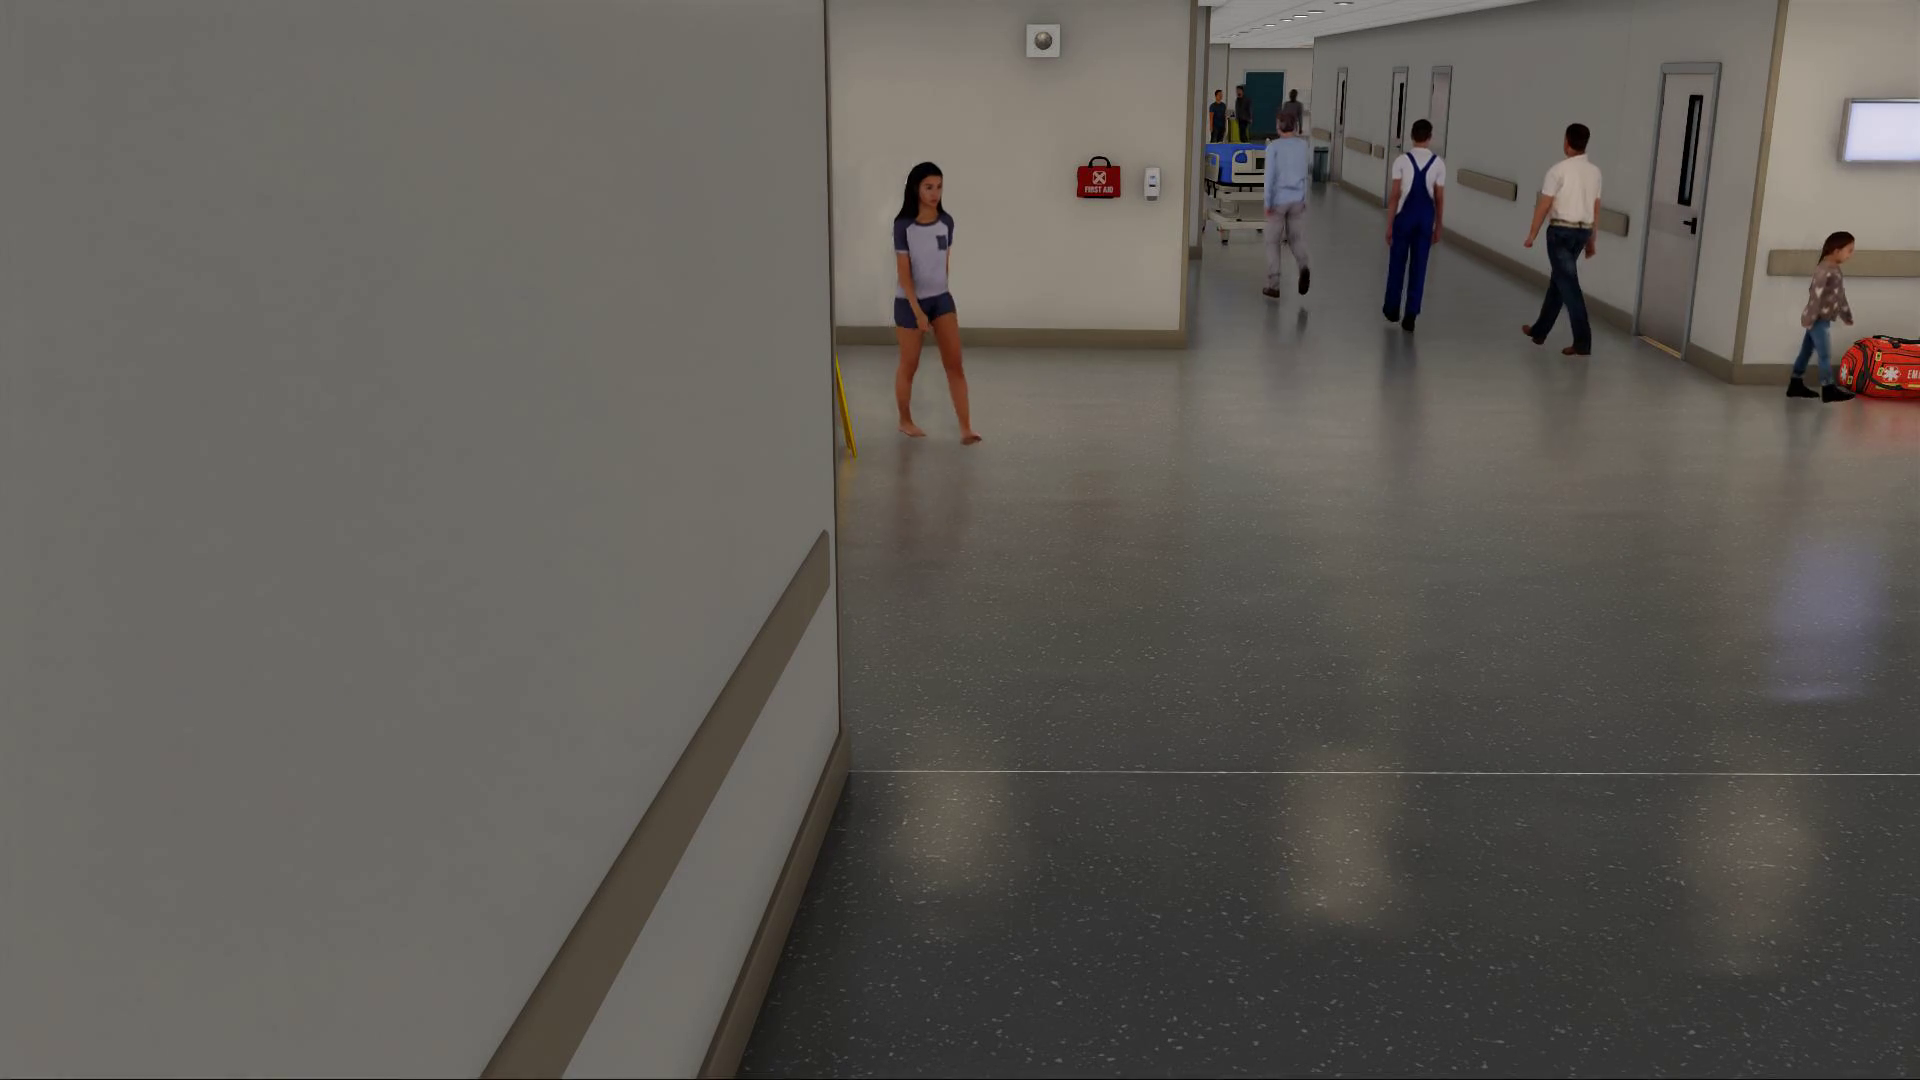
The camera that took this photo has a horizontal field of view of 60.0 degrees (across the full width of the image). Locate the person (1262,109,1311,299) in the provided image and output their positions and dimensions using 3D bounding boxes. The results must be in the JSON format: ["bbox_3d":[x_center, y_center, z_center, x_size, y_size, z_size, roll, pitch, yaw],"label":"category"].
[{"bbox_3d":[3.313,-3.354,16.692,1.017,1.877,0.950,-5,16,-16],"label":"person"}]

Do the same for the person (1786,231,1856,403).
[{"bbox_3d":[5.957,-1.560,11.630,0.766,1.171,0.672,13,20,38],"label":"person"}]

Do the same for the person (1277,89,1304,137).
[{"bbox_3d":[7.902,-9.754,39.548,1.206,1.793,1.165,12,20,37],"label":"person"}]

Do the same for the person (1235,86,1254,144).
[{"bbox_3d":[7.997,-11.765,46.587,0.893,1.844,0.848,-13,21,-39],"label":"person"}]

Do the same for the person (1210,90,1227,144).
[{"bbox_3d":[6.350,-10.181,41.035,0.676,1.808,0.772,-9,18,-30],"label":"person"}]

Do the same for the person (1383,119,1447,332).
[{"bbox_3d":[4.015,-2.758,14.688,0.994,1.818,0.755,2,16,8],"label":"person"}]

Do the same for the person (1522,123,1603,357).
[{"bbox_3d":[4.900,-2.352,13.271,1.256,1.804,1.075,-5,16,-17],"label":"person"}]

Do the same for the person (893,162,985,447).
[{"bbox_3d":[-0.275,-1.404,10.128,1.101,1.685,1.030,-8,18,-27],"label":"person"}]
